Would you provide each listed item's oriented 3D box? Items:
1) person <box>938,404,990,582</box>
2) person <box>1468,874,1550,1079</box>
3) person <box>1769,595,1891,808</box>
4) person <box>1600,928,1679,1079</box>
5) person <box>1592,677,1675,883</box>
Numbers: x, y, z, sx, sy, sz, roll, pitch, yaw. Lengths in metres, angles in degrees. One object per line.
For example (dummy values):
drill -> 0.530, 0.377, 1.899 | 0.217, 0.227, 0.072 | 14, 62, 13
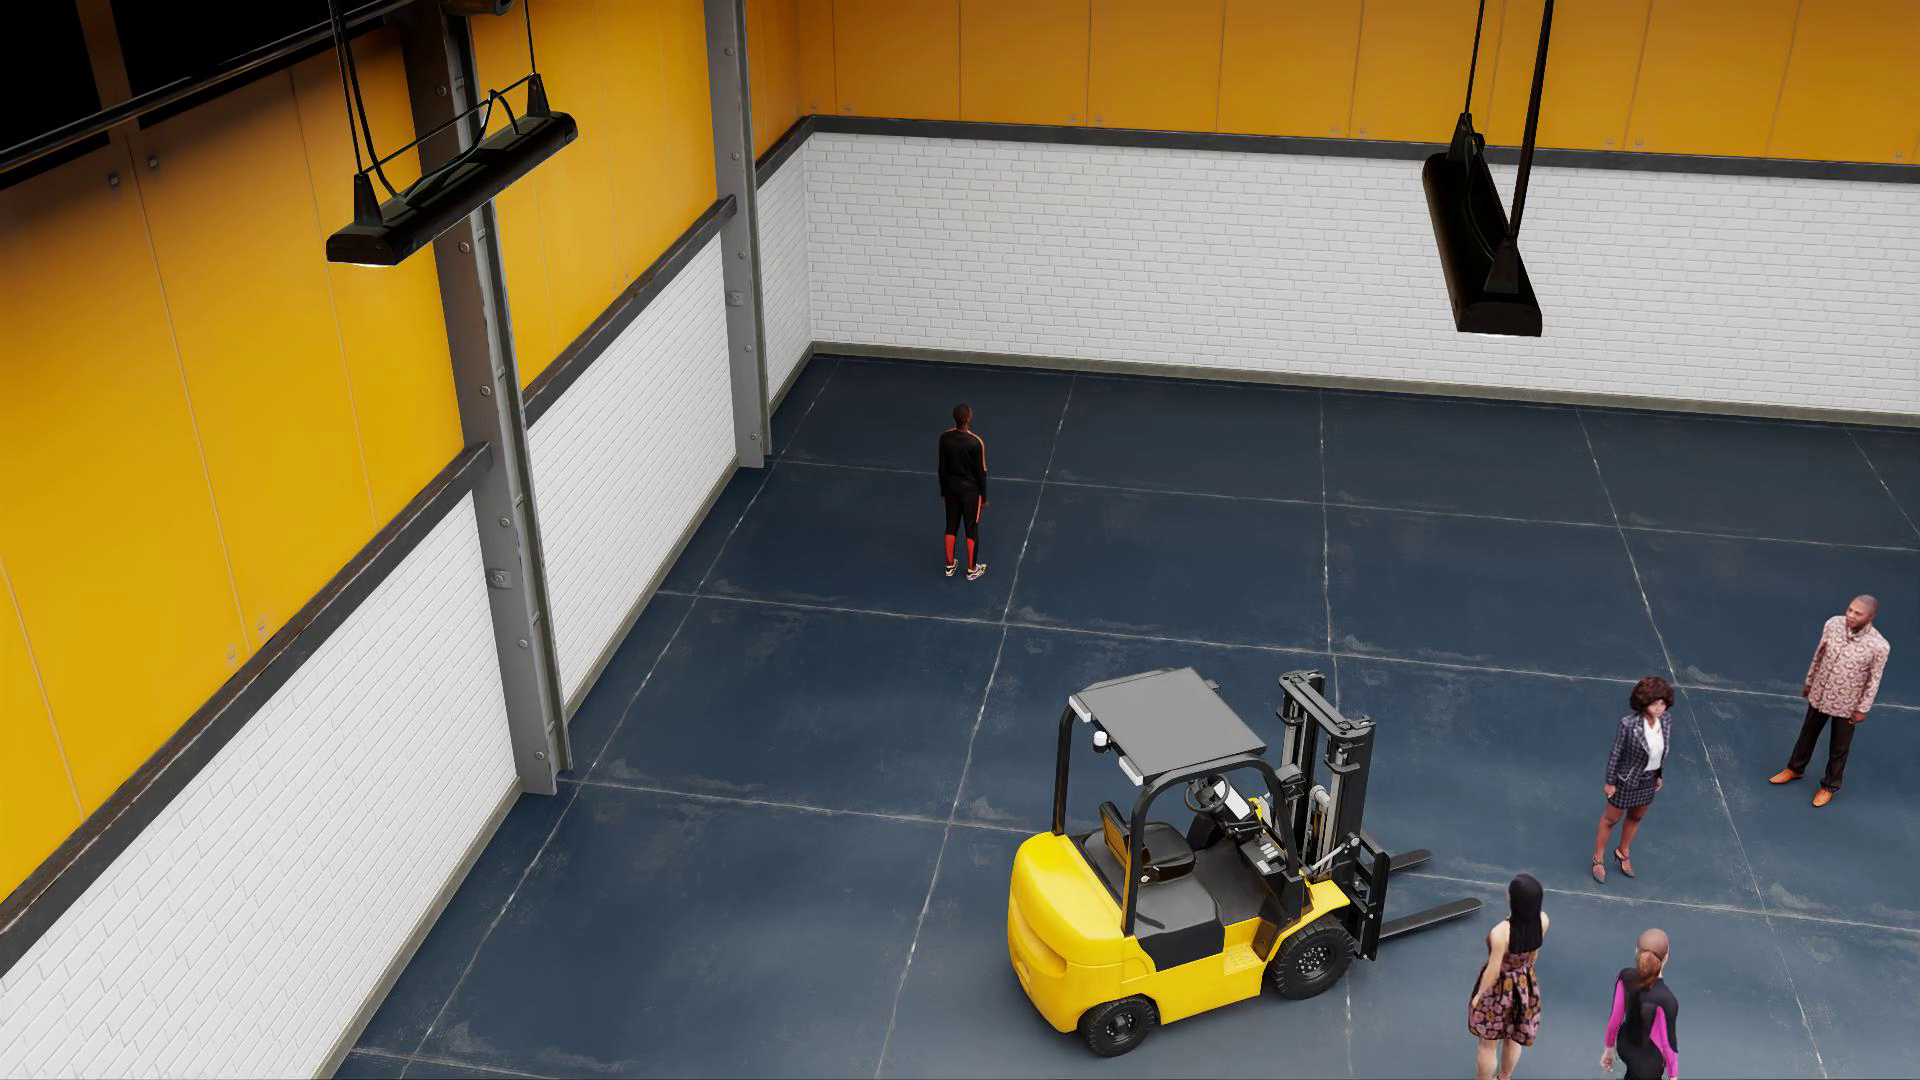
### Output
person -> 0.022, -0.475, 15.939 | 0.678, 1.808, 0.608 | 12, 31, 20
person -> 3.301, 2.740, 10.080 | 0.805, 1.775, 0.854 | -14, 32, -24
person -> 6.795, 1.201, 12.867 | 0.825, 1.807, 0.754 | -17, 33, -28
person -> 3.835, 3.044, 9.601 | 1.100, 1.701, 1.178 | -9, 30, -16
person -> 4.868, 1.727, 12.012 | 0.702, 1.702, 0.685 | -7, 29, -12
